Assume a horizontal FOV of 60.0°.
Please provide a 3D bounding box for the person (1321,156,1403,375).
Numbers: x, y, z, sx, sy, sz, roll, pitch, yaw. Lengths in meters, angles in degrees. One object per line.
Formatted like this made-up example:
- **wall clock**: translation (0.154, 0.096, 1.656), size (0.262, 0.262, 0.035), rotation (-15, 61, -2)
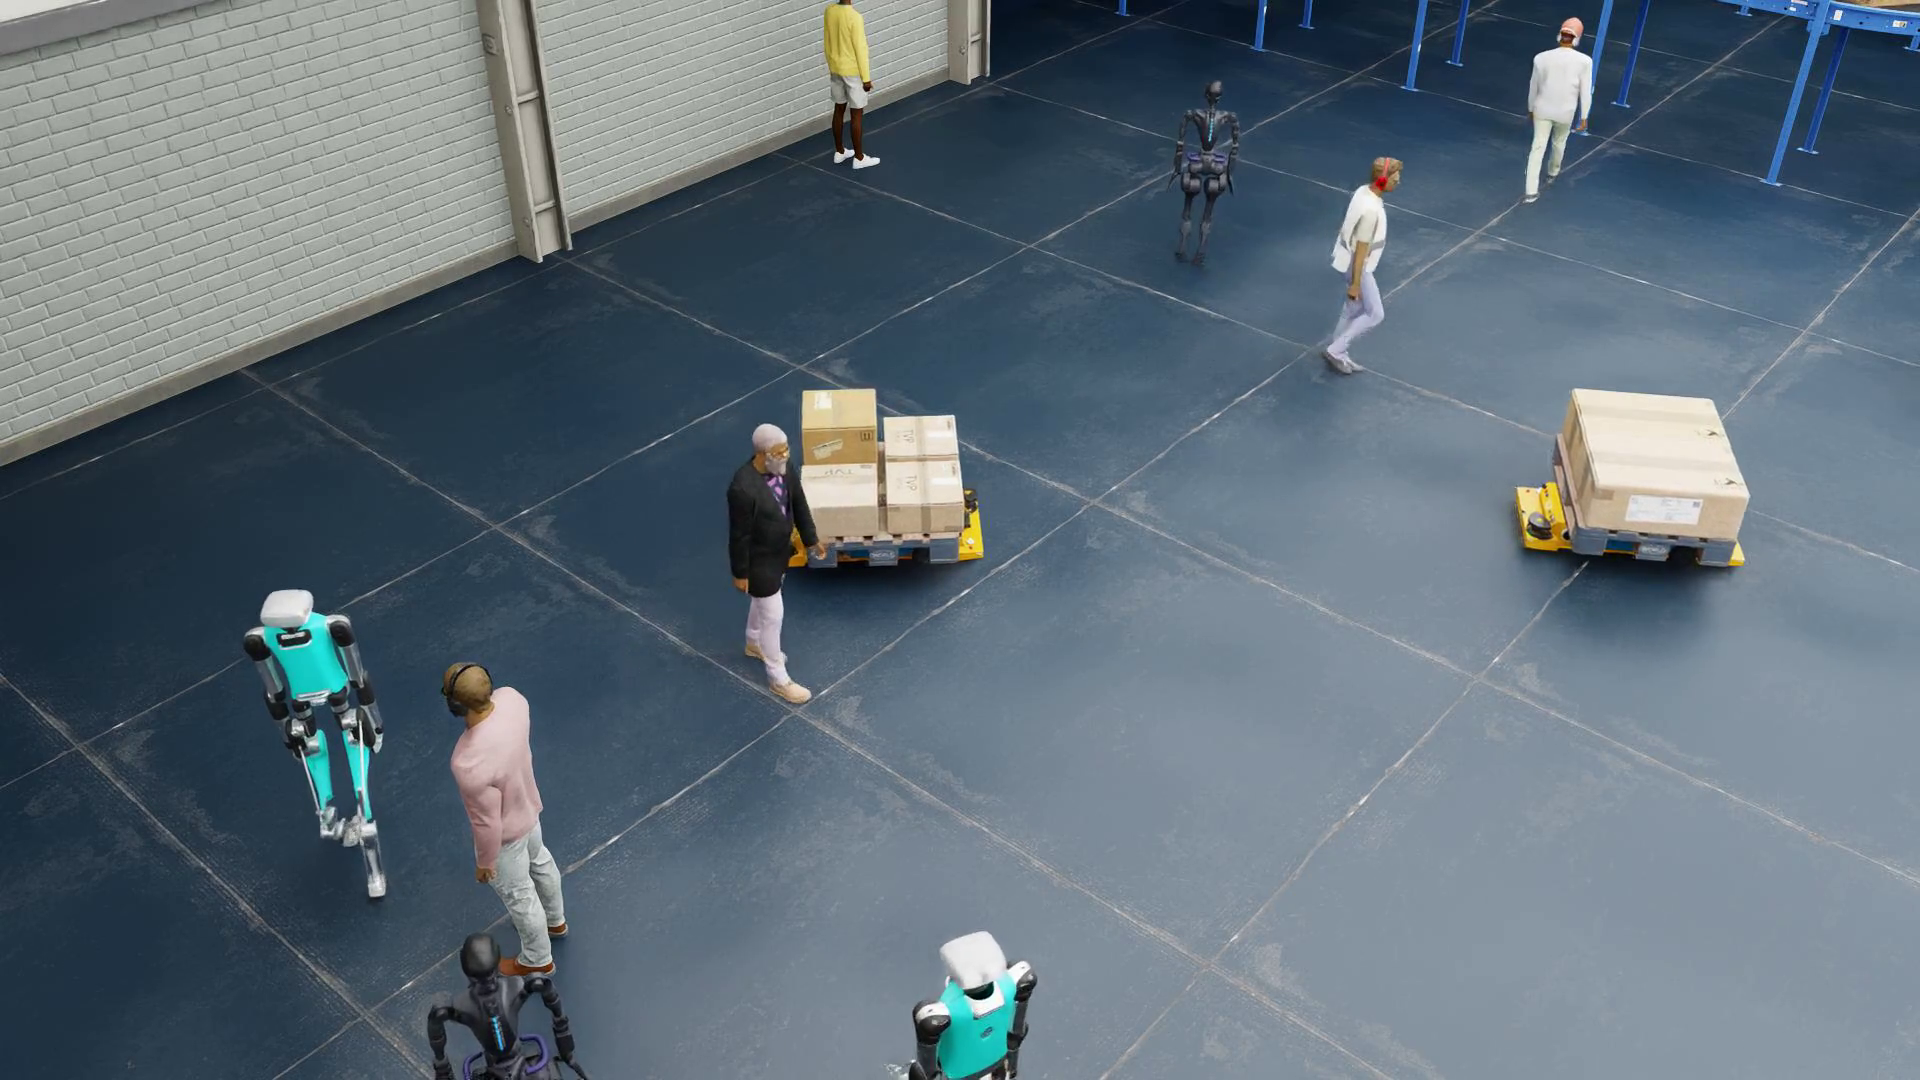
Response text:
- **person**: translation (3.141, -2.124, 13.027), size (0.462, 1.820, 0.596), rotation (4, 36, 6)

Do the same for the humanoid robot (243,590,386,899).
- **humanoid robot**: translation (-3.265, 1.132, 8.566), size (0.568, 1.783, 0.890), rotation (-6, 36, -9)

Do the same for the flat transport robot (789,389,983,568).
- **flat transport robot**: translation (-0.574, -0.097, 11.524), size (1.431, 0.231, 0.659), rotation (-2, 36, -3)

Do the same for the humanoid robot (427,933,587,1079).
- **humanoid robot**: translation (-1.908, 2.242, 7.017), size (0.616, 1.649, 0.373), rotation (-15, 38, -20)

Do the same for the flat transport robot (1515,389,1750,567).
- **flat transport robot**: translation (4.649, -0.133, 11.575), size (1.431, 0.231, 0.659), rotation (5, 36, 8)

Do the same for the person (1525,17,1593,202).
- **person**: translation (5.749, -4.149, 15.994), size (0.607, 1.690, 0.828), rotation (15, 38, 20)

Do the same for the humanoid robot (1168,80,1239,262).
- **humanoid robot**: translation (2.160, -3.279, 14.788), size (0.586, 1.642, 0.330), rotation (1, 35, 2)

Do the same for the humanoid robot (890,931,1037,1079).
- **humanoid robot**: translation (-0.062, 2.217, 7.029), size (0.532, 1.810, 0.680), rotation (-19, 40, -25)

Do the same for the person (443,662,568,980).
- **person**: translation (-2.199, 1.359, 8.043), size (0.352, 1.936, 0.632), rotation (4, 36, 5)

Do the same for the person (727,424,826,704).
- **person**: translation (-1.125, 0.091, 9.940), size (0.640, 1.831, 0.563), rotation (16, 39, 22)

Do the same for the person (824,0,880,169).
- **person**: translation (-1.105, -4.637, 16.495), size (0.542, 1.899, 0.376), rotation (27, 44, 33)
